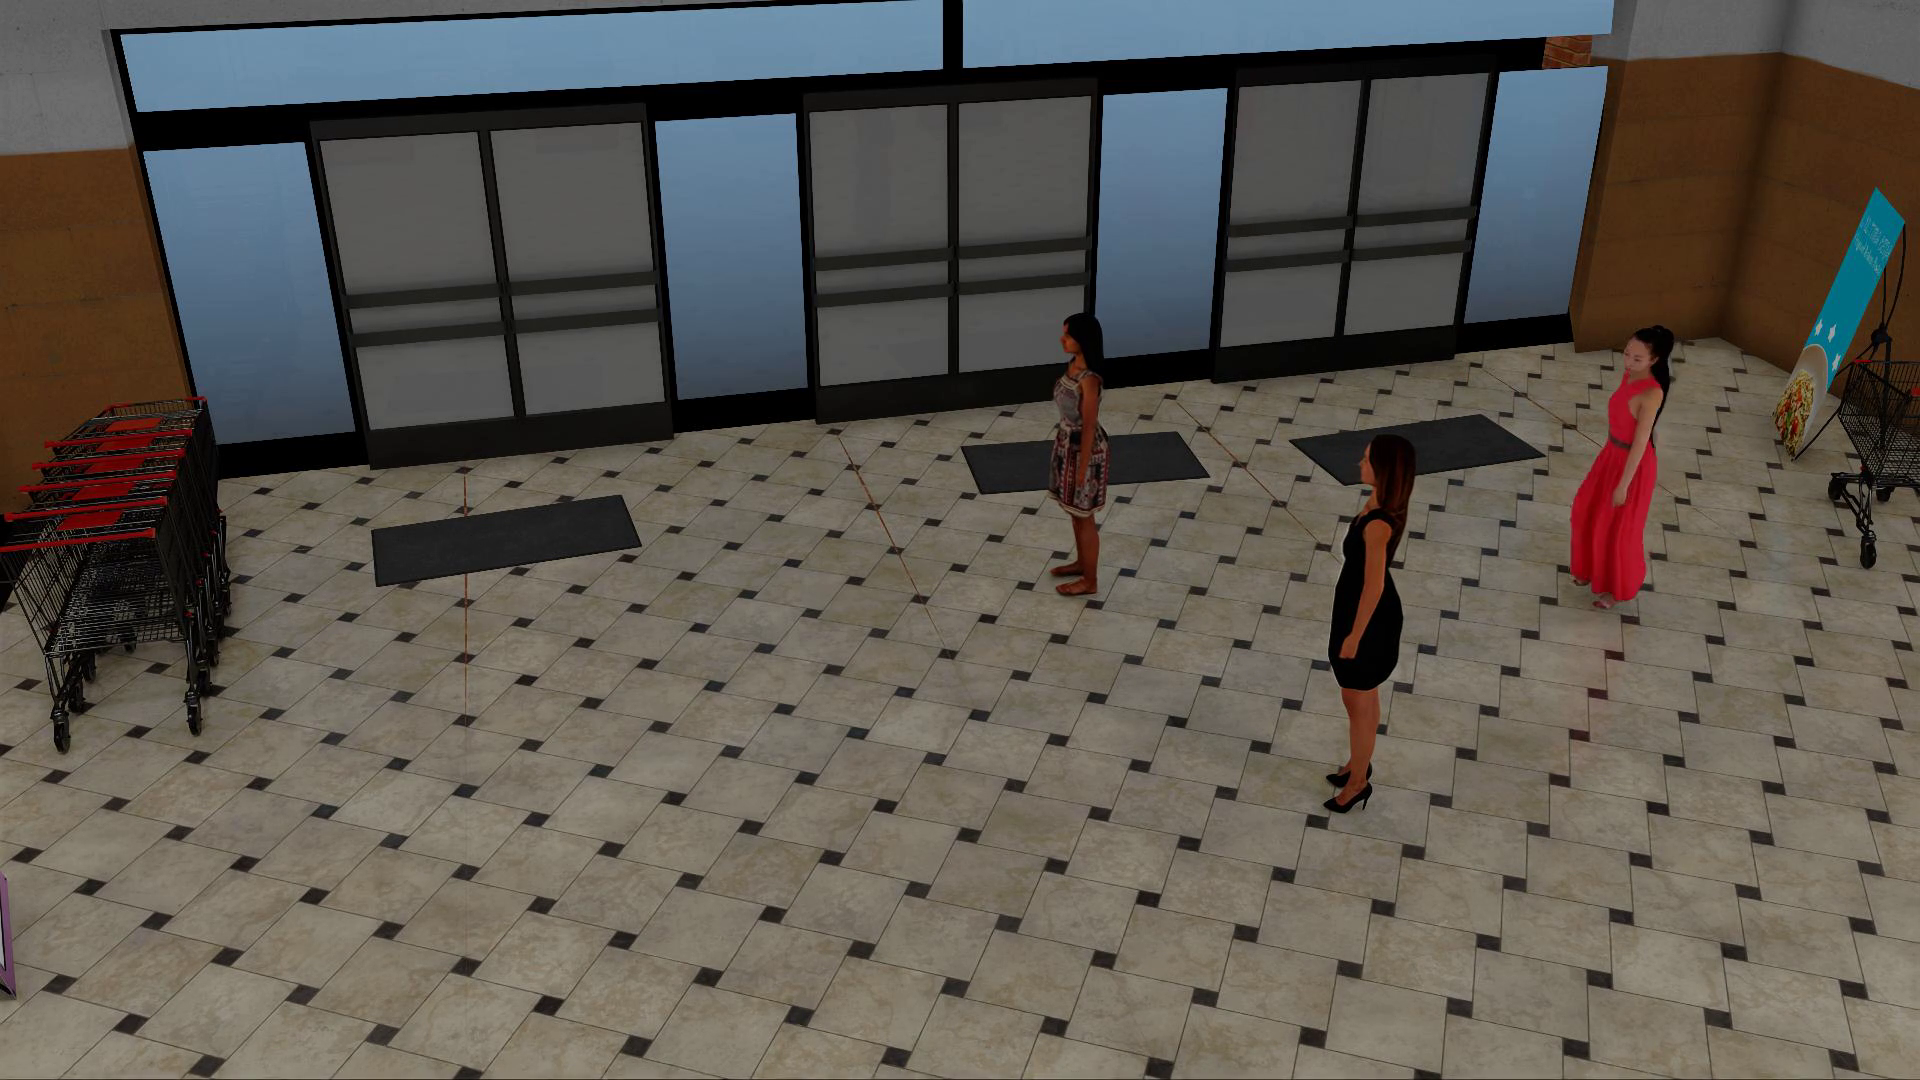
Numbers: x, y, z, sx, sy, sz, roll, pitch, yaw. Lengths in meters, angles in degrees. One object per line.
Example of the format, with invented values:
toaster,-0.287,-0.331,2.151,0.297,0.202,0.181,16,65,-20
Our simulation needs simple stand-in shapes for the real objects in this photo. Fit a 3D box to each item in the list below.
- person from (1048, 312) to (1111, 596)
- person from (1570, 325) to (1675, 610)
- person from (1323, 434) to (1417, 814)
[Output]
person,0.683,-0.480,9.237,0.716,1.644,0.468,-6,27,-11
person,3.597,-0.354,8.944,0.882,1.684,0.710,7,28,13
person,1.787,0.387,7.315,0.727,1.835,0.631,9,28,16
